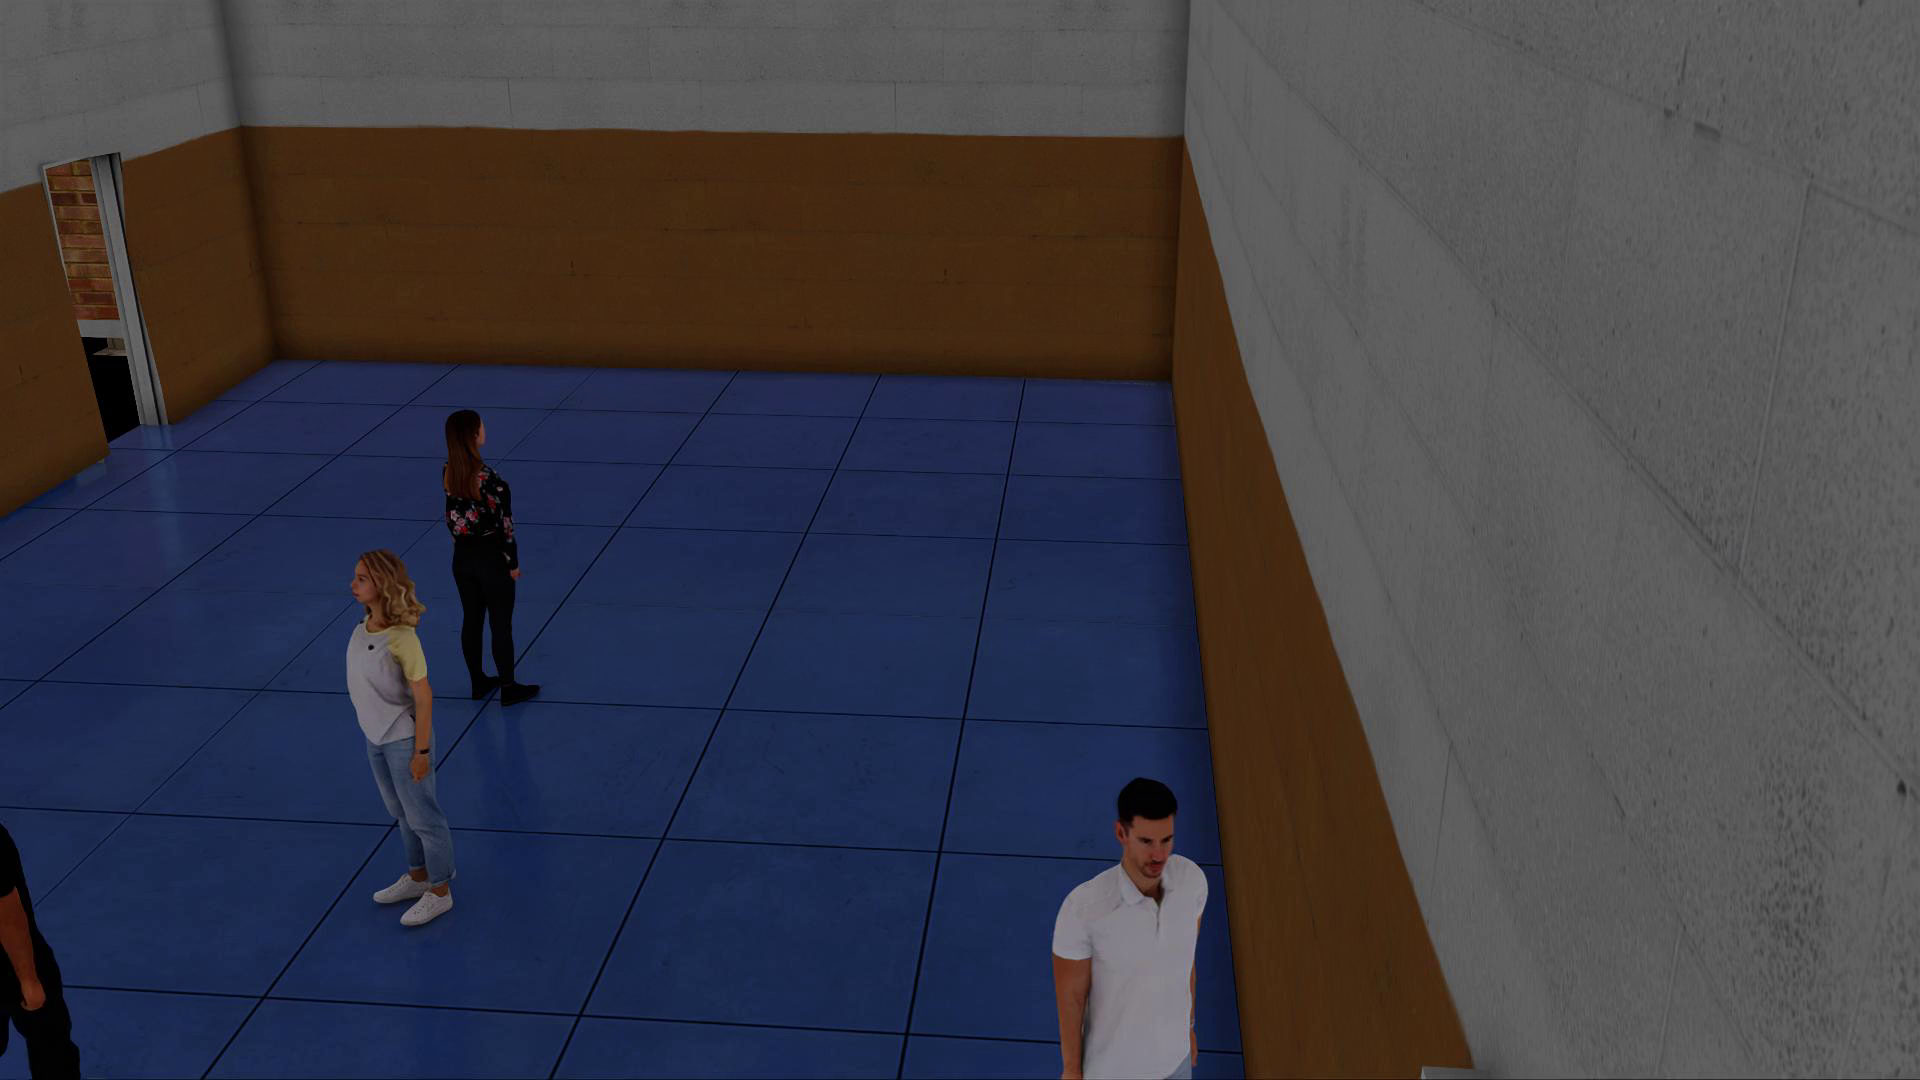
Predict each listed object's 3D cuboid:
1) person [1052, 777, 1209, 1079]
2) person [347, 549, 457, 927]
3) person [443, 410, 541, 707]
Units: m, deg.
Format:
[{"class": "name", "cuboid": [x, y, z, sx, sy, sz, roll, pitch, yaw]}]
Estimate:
[{"class": "person", "cuboid": [0.533, 1.562, 5.157, 0.680, 1.862, 0.812, -10, 24, -24]}, {"class": "person", "cuboid": [-2.391, 0.838, 7.122, 0.768, 1.723, 0.694, -20, 29, -40]}, {"class": "person", "cuboid": [-2.598, 0.098, 9.039, 0.566, 1.683, 0.695, 11, 24, 26]}]
